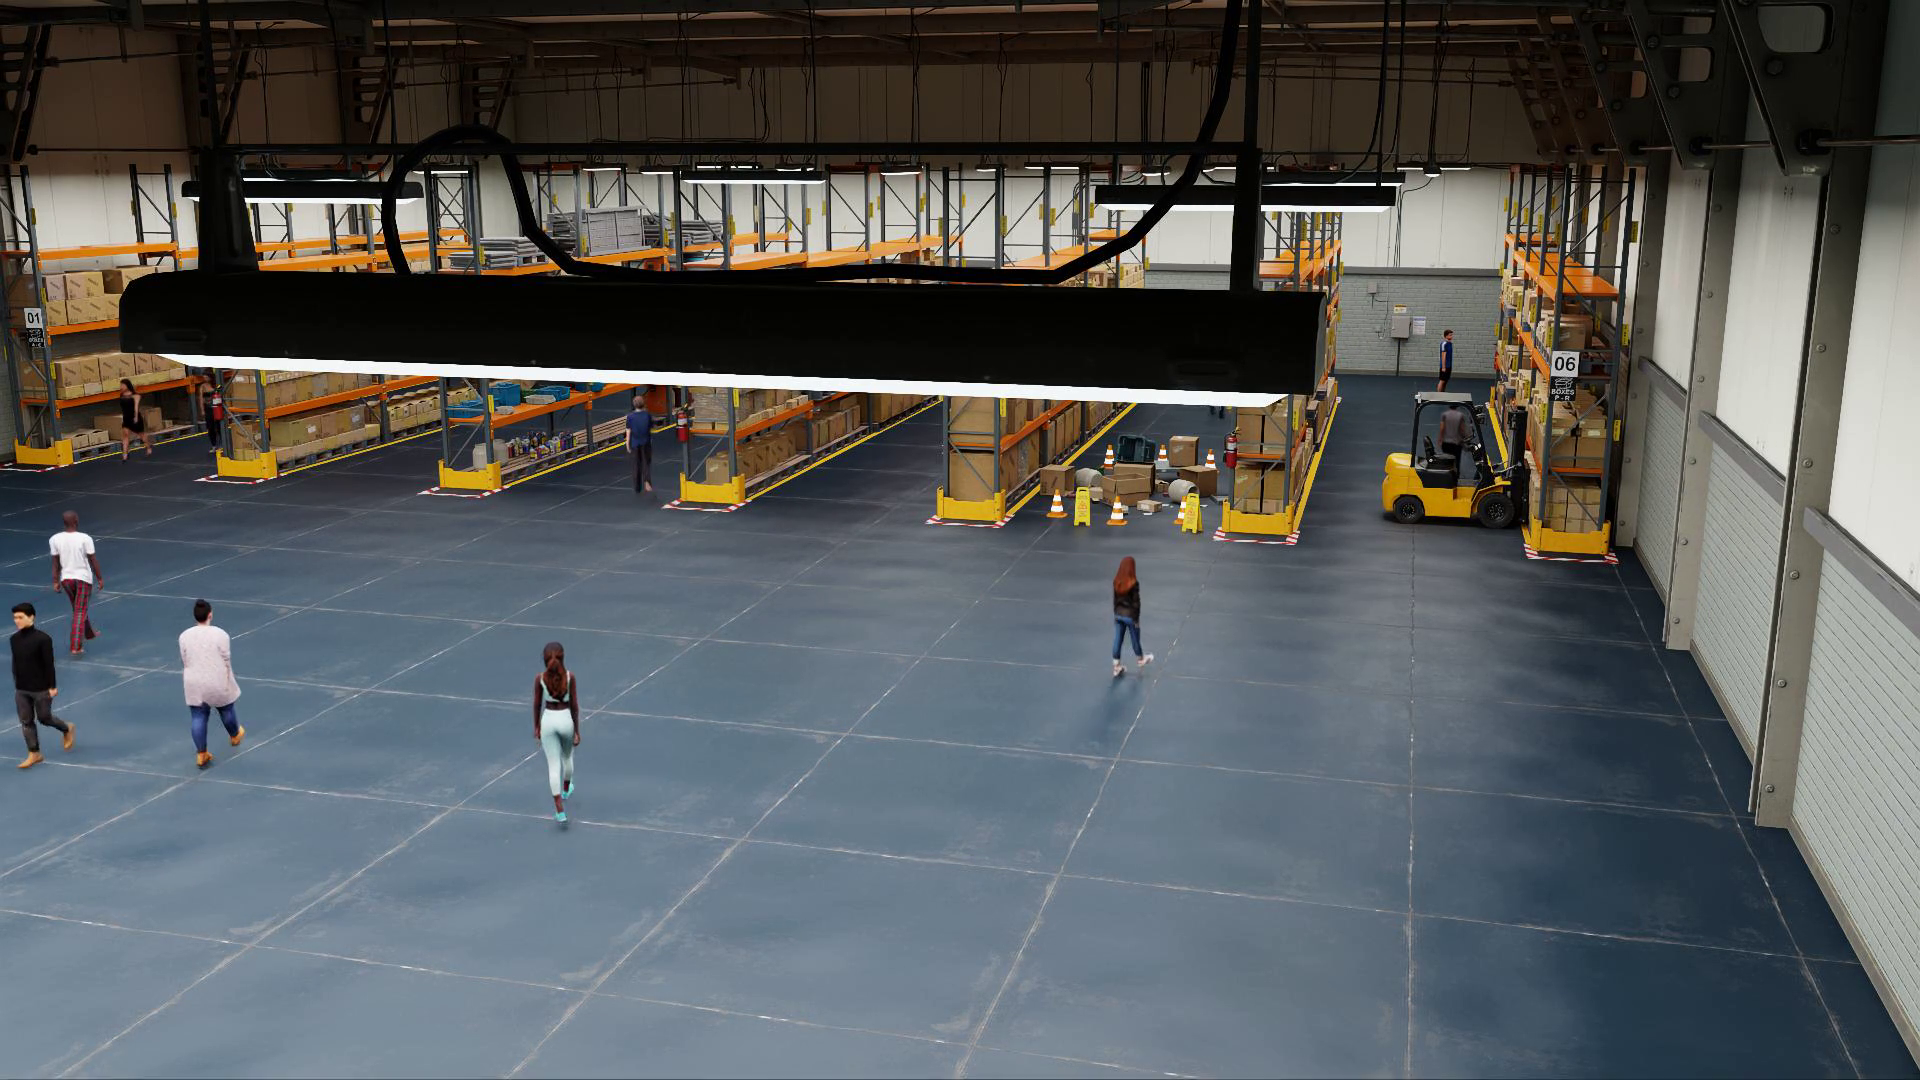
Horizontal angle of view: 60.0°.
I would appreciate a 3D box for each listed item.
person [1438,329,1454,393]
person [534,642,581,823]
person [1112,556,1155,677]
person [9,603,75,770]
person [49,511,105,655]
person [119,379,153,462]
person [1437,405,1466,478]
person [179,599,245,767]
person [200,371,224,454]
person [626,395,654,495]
[{"bbox_3d":[12.439,-4.466,42.592,0.792,1.865,0.632,9,16,33],"label":"person"},{"bbox_3d":[-3.815,1.846,15.750,0.930,1.678,1.216,-2,13,-11],"label":"person"},{"bbox_3d":[1.977,0.936,20.165,0.801,1.460,0.969,10,17,38],"label":"person"},{"bbox_3d":[-9.575,1.480,17.268,0.665,1.705,0.913,3,13,13],"label":"person"},{"bbox_3d":[-11.183,0.576,21.004,0.983,1.781,1.296,-1,13,-5],"label":"person"},{"bbox_3d":[-17.060,-2.475,34.417,0.632,1.674,1.042,3,13,14],"label":"person"},{"bbox_3d":[9.282,-1.800,31.375,0.641,1.732,0.896,4,14,15],"label":"person"},{"bbox_3d":[-7.825,1.494,17.206,0.927,1.707,1.144,-1,13,-6],"label":"person"},{"bbox_3d":[-15.844,-2.715,35.300,0.773,1.743,0.842,-4,14,-15],"label":"person"},{"bbox_3d":[-5.888,-1.725,30.789,0.889,1.851,0.992,-4,14,-16],"label":"person"}]
